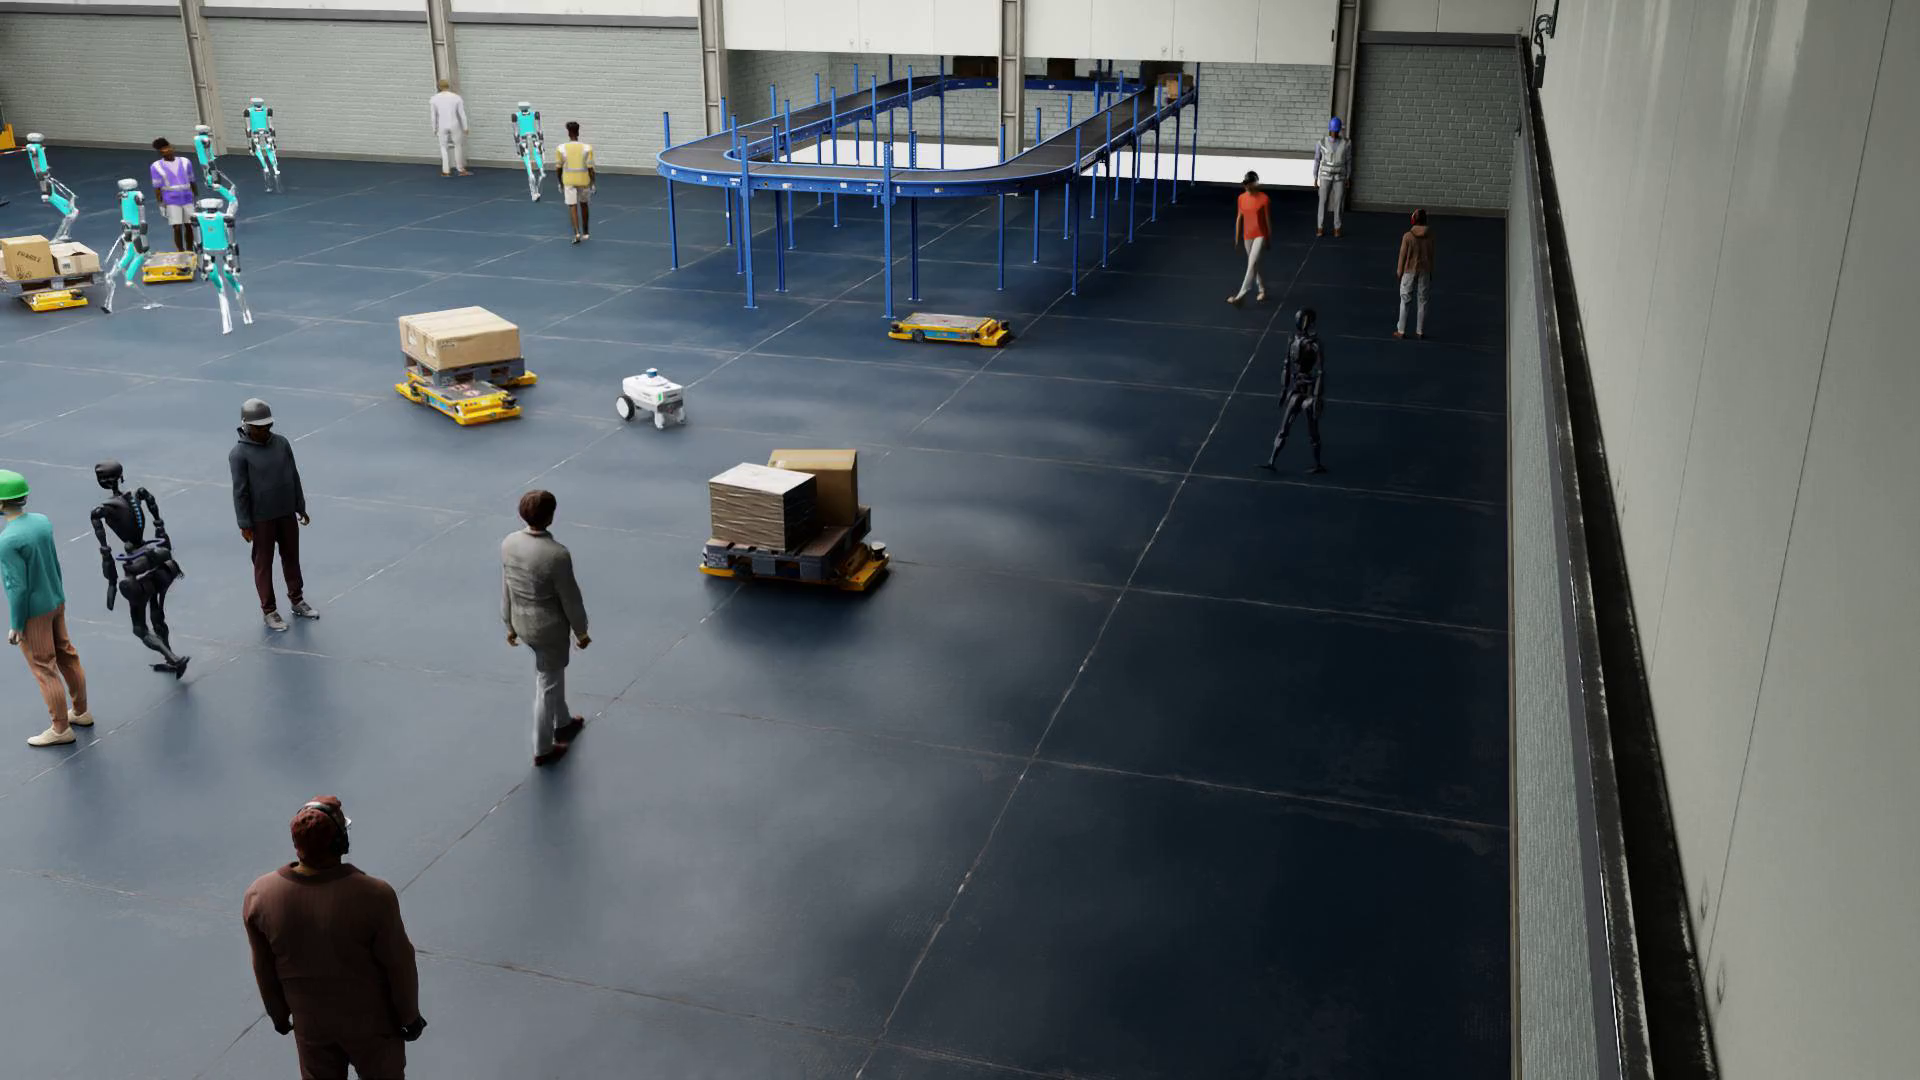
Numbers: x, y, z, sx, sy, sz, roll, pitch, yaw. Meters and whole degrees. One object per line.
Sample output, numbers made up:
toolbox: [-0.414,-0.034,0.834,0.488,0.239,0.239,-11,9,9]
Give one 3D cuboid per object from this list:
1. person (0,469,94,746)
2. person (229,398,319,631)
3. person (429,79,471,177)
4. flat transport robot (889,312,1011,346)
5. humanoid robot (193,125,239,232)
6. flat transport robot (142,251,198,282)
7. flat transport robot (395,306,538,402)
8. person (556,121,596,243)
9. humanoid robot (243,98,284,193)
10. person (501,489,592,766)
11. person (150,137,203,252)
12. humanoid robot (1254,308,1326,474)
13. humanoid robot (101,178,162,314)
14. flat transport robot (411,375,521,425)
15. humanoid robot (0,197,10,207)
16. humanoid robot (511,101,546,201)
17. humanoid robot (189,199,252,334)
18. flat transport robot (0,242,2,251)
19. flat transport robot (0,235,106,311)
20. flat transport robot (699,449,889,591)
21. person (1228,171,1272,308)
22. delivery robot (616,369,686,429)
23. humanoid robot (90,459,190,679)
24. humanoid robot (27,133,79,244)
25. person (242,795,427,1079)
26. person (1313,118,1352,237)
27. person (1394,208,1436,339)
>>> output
person: [-6.014,0.438,10.810,0.358,1.872,0.526,1,21,3]
person: [-5.208,-0.206,12.579,0.379,1.807,0.547,15,26,34]
person: [-10.192,-8.231,33.284,0.722,1.915,0.386,-5,22,-14]
flat transport robot: [-0.127,-2.673,21.109,1.431,0.231,0.659,6,22,16]
humanoid robot: [-12.334,-6.032,27.800,0.669,1.818,0.537,-17,27,-36]
flat transport robot: [-11.730,-4.075,24.747,0.659,0.231,1.431,-7,22,-17]
flat transport robot: [-5.612,-1.826,18.915,1.431,0.231,0.659,-14,25,-33]
person: [-6.202,-5.796,26.904,0.623,1.927,0.903,-6,22,-14]
humanoid robot: [-13.032,-7.319,31.247,0.547,1.885,0.673,-16,26,-36]
person: [-2.590,0.522,10.681,0.545,1.807,0.730,11,24,27]
person: [-11.792,-5.087,25.090,0.634,1.946,0.371,-20,28,-41]
humanoid robot: [3.244,-1.392,15.868,0.715,1.631,0.603,-11,23,-26]
humanoid robot: [-11.282,-3.872,22.269,0.553,1.821,0.898,14,25,33]
flat transport robot: [-5.427,-1.551,18.201,0.659,0.231,1.431,-17,27,-36]
humanoid robot: [-17.561,-6.761,29.799,0.766,1.624,0.610,7,22,17]
humanoid robot: [-7.886,-7.106,30.705,0.558,1.880,0.793,-10,23,-23]
humanoid robot: [-9.405,-3.514,21.327,0.559,1.827,0.904,-2,21,-6]
flat transport robot: [-14.926,-4.016,24.594,0.659,0.231,1.431,-3,21,-8]
flat transport robot: [-12.594,-3.433,23.083,0.659,0.231,1.431,-16,26,-36]
flat transport robot: [-1.371,0.161,13.761,1.431,0.231,0.659,6,22,15]
person: [3.999,-4.117,22.677,0.484,1.838,1.074,17,27,37]
delivery robot: [-3.288,-1.531,17.757,0.779,0.598,0.499,20,28,41]
humanoid robot: [-5.695,0.205,11.694,0.531,1.624,0.611,8,22,20]
humanoid robot: [-14.519,-5.664,26.796,0.667,1.770,0.549,-8,23,-20]
person: [-2.547,1.925,6.911,0.651,1.906,0.408,1,21,2]
person: [6.113,-5.960,27.331,0.618,1.933,0.414,1,21,4]
person: [5.734,-3.341,20.929,0.463,1.648,0.326,0,21,0]
